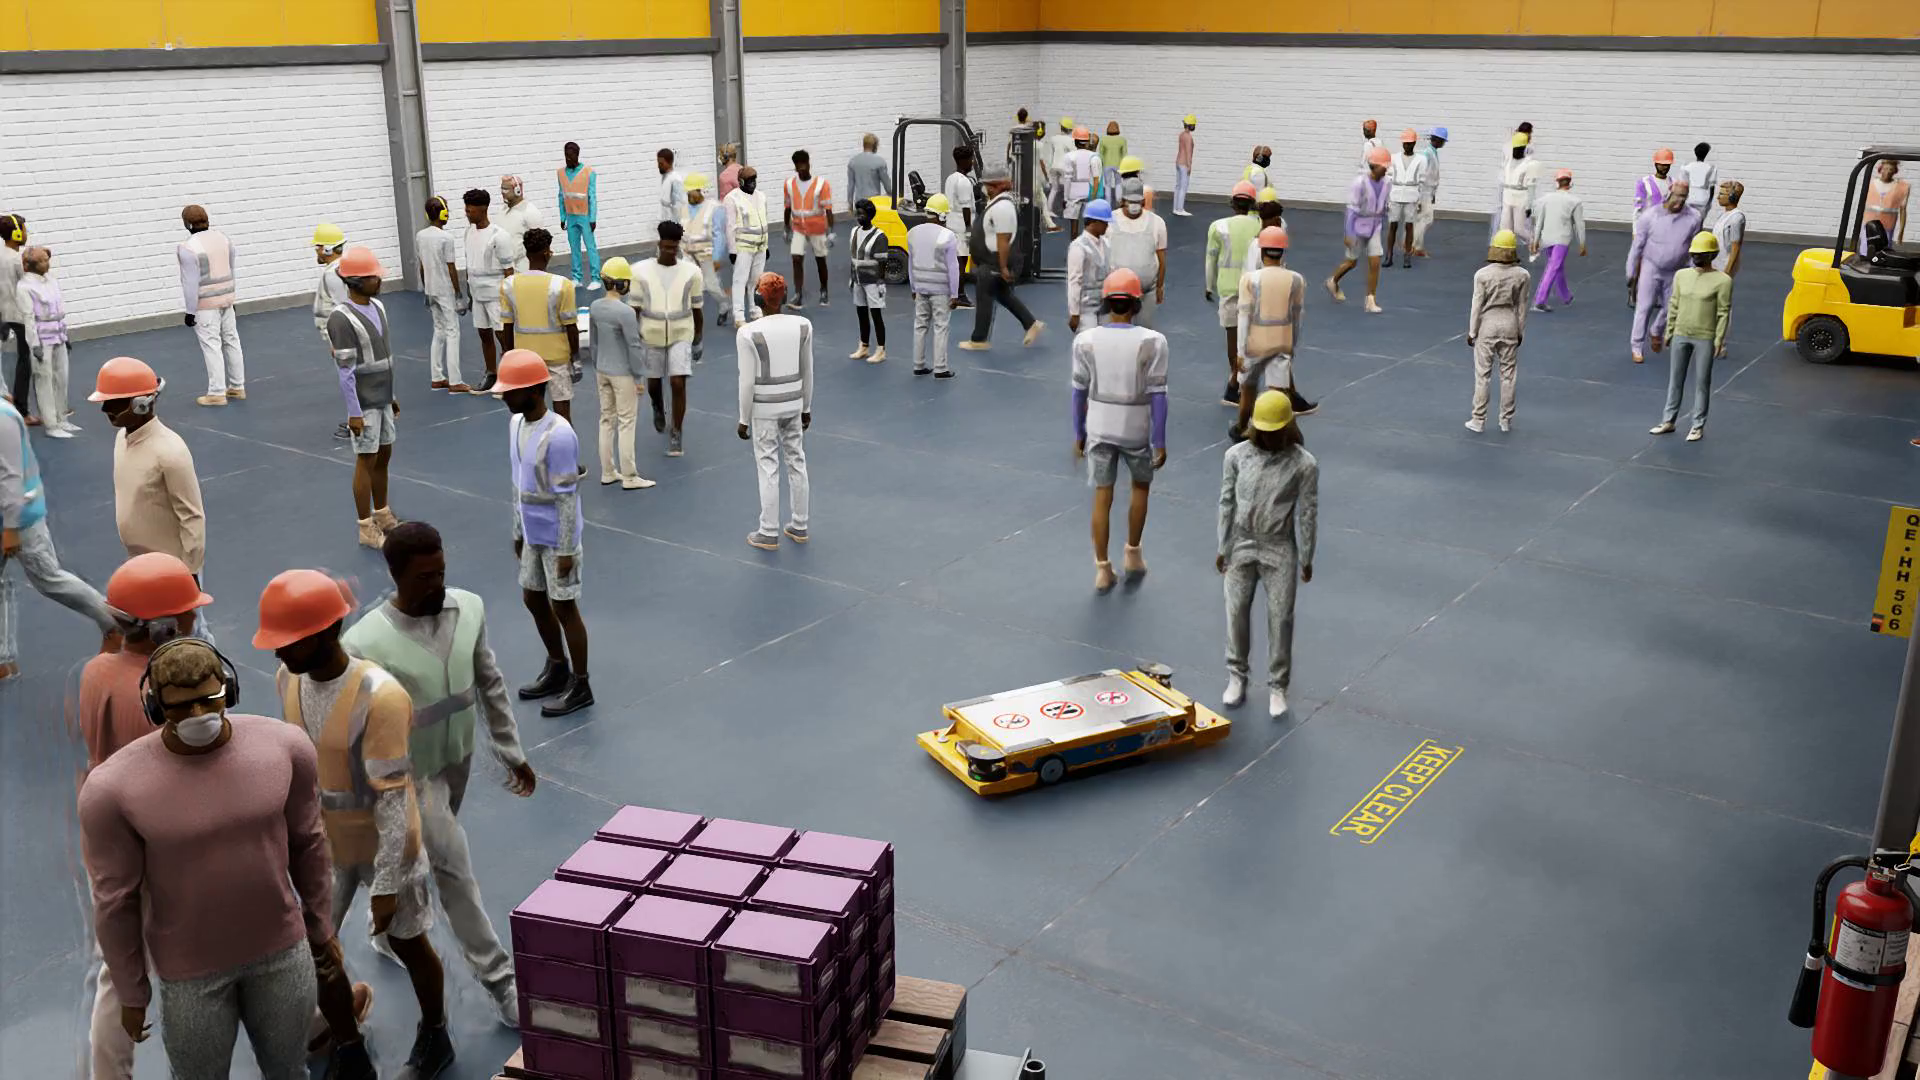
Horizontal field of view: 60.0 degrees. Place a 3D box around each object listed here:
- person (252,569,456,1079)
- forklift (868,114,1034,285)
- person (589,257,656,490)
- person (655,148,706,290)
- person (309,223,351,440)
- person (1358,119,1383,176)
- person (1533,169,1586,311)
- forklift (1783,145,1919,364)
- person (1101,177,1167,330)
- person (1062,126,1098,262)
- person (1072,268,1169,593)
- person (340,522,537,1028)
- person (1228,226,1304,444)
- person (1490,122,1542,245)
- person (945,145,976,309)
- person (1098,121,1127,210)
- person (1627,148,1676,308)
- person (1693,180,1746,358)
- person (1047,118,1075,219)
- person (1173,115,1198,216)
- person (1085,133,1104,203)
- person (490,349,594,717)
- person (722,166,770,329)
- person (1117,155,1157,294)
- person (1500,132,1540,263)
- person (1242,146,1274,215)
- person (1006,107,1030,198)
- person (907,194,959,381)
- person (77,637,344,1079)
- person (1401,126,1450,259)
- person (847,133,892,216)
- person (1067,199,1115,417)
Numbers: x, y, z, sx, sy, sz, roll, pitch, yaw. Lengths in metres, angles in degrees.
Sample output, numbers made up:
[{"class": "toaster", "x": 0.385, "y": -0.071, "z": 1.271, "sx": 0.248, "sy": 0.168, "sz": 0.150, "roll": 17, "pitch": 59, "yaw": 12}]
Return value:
[{"class": "person", "x": -1.967, "y": 0.997, "z": 5.354, "sx": 0.580, "sy": 1.903, "sz": 0.674, "roll": 8, "pitch": 19, "yaw": 23}, {"class": "forklift", "x": -0.171, "y": -4.594, "z": 22.377, "sx": 2.313, "sy": 2.155, "sz": 1.214, "roll": 1, "pitch": 18, "yaw": 3}, {"class": "person", "x": -2.583, "y": -1.265, "z": 12.662, "sx": 0.533, "sy": 1.765, "sz": 0.330, "roll": 15, "pitch": 23, "yaw": 38}, {"class": "person", "x": -3.688, "y": -4.092, "z": 21.375, "sx": 1.068, "sy": 1.858, "sz": 0.624, "roll": -6, "pitch": 19, "yaw": -18}, {"class": "person", "x": -5.251, "y": -1.765, "z": 14.114, "sx": 0.404, "sy": 1.833, "sz": 0.592, "roll": -2, "pitch": 18, "yaw": -8}, {"class": "person", "x": 6.431, "y": -5.655, "z": 26.193, "sx": 0.355, "sy": 1.887, "sz": 0.573, "roll": 11, "pitch": 21, "yaw": 31}, {"class": "person", "x": 7.312, "y": -3.644, "z": 20.233, "sx": 0.898, "sy": 1.680, "sz": 0.615, "roll": -11, "pitch": 21, "yaw": -31}, {"class": "forklift", "x": 9.803, "y": -2.879, "z": 17.013, "sx": 2.313, "sy": 2.155, "sz": 1.214, "roll": 12, "pitch": 21, "yaw": 33}, {"class": "person", "x": 1.632, "y": -2.473, "z": 15.991, "sx": 0.695, "sy": 2.000, "sz": 0.535, "roll": 1, "pitch": 18, "yaw": 2}, {"class": "person", "x": 1.729, "y": -4.970, "z": 23.963, "sx": 0.546, "sy": 1.942, "sz": 0.352, "roll": -7, "pitch": 19, "yaw": -20}, {"class": "person", "x": 1.017, "y": -0.699, "z": 10.477, "sx": 0.638, "sy": 2.014, "sz": 0.728, "roll": 6, "pitch": 19, "yaw": 18}, {"class": "person", "x": -1.882, "y": 0.819, "z": 6.000, "sx": 1.061, "sy": 1.860, "sz": 0.590, "roll": 10, "pitch": 20, "yaw": 28}, {"class": "person", "x": 2.475, "y": -1.587, "z": 13.470, "sx": 0.565, "sy": 1.879, "sz": 0.987, "roll": -2, "pitch": 18, "yaw": -6}, {"class": "person", "x": 8.703, "y": -5.517, "z": 25.804, "sx": 0.995, "sy": 1.864, "sz": 0.594, "roll": -7, "pitch": 19, "yaw": -22}, {"class": "person", "x": 0.010, "y": -3.820, "z": 20.324, "sx": 0.373, "sy": 1.966, "sz": 0.607, "roll": -6, "pitch": 19, "yaw": -19}, {"class": "person", "x": 2.738, "y": -6.697, "z": 29.882, "sx": 0.517, "sy": 1.620, "sz": 0.340, "roll": 0, "pitch": 18, "yaw": 1}, {"class": "person", "x": 8.483, "y": -3.801, "z": 20.310, "sx": 0.543, "sy": 1.939, "sz": 0.360, "roll": -1, "pitch": 18, "yaw": -3}, {"class": "person", "x": 7.985, "y": -2.835, "z": 17.440, "sx": 0.340, "sy": 1.845, "sz": 0.512, "roll": 3, "pitch": 18, "yaw": 9}, {"class": "person", "x": 1.789, "y": -6.457, "z": 28.958, "sx": 0.543, "sy": 1.731, "sz": 0.352, "roll": 16, "pitch": 24, "yaw": 41}, {"class": "person", "x": 4.011, "y": -6.642, "z": 29.495, "sx": 0.355, "sy": 1.755, "sz": 0.524, "roll": -4, "pitch": 18, "yaw": -11}, {"class": "person", "x": 1.897, "y": -4.931, "z": 23.996, "sx": 0.347, "sy": 1.846, "sz": 0.507, "roll": 0, "pitch": 18, "yaw": 1}, {"class": "person", "x": -2.147, "y": -0.032, "z": 8.554, "sx": 0.399, "sy": 1.926, "sz": 0.545, "roll": -16, "pitch": 23, "yaw": -40}, {"class": "person", "x": -2.403, "y": -3.333, "z": 19.004, "sx": 0.429, "sy": 1.841, "sz": 0.633, "roll": 13, "pitch": 22, "yaw": 35}, {"class": "person", "x": 2.121, "y": -3.609, "z": 19.773, "sx": 0.582, "sy": 1.906, "sz": 0.590, "roll": -9, "pitch": 20, "yaw": -25}, {"class": "person", "x": 7.899, "y": -4.789, "z": 23.465, "sx": 0.734, "sy": 1.900, "sz": 0.588, "roll": -10, "pitch": 20, "yaw": -28}, {"class": "person", "x": 3.909, "y": -4.244, "z": 21.864, "sx": 0.430, "sy": 1.838, "sz": 0.619, "roll": -2, "pitch": 18, "yaw": -5}, {"class": "person", "x": 1.074, "y": -6.809, "z": 29.855, "sx": 0.523, "sy": 1.855, "sz": 0.671, "roll": 2, "pitch": 18, "yaw": 5}, {"class": "person", "x": -0.247, "y": -2.486, "z": 16.394, "sx": 0.597, "sy": 1.824, "sz": 0.404, "roll": 12, "pitch": 21, "yaw": 33}, {"class": "person", "x": -2.076, "y": 1.181, "z": 4.727, "sx": 0.636, "sy": 1.938, "sz": 0.358, "roll": -14, "pitch": 23, "yaw": -38}, {"class": "person", "x": 6.855, "y": -5.070, "z": 24.347, "sx": 0.482, "sy": 1.903, "sz": 0.655, "roll": 9, "pitch": 20, "yaw": 27}, {"class": "person", "x": -1.207, "y": -4.741, "z": 23.342, "sx": 0.632, "sy": 1.871, "sz": 1.032, "roll": 14, "pitch": 22, "yaw": 37}, {"class": "person", "x": 1.204, "y": -2.084, "z": 14.957, "sx": 0.486, "sy": 1.930, "sz": 0.621, "roll": 10, "pitch": 20, "yaw": 28}]
